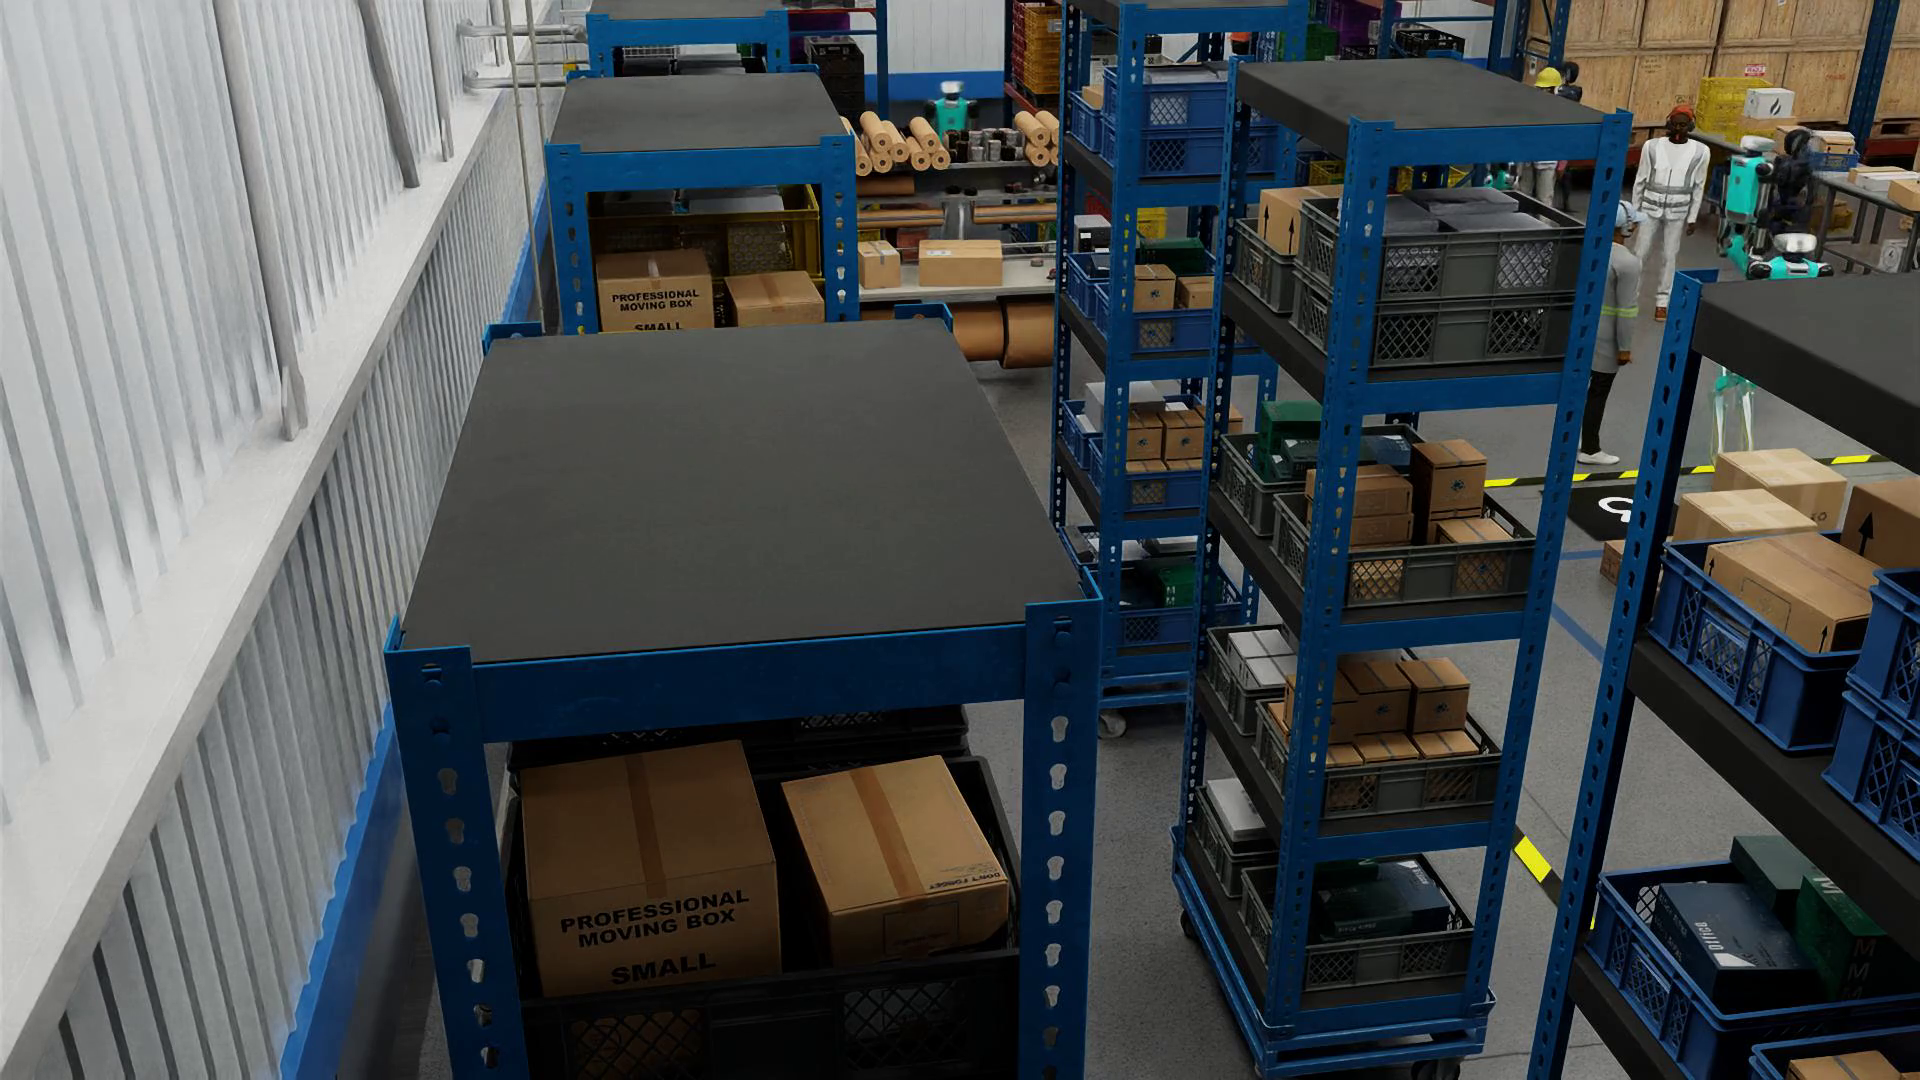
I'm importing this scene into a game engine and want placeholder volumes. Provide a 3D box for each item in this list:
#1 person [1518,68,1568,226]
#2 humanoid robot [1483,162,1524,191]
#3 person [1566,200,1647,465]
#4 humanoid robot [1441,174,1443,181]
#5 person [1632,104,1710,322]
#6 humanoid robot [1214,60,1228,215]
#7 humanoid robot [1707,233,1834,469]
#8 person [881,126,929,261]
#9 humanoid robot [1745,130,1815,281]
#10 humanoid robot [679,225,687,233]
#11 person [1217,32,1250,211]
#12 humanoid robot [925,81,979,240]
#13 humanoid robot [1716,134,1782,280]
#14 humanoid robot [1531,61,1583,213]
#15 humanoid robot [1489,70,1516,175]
[{"bbox_3d":[5.797,-3.802,16.691,0.599,1.831,0.404,21,32,38],"label":"person"},{"bbox_3d":[5.205,-3.633,16.487,0.547,1.800,0.916,-4,25,-9],"label":"humanoid robot"},{"bbox_3d":[4.455,-1.432,11.516,0.372,1.852,0.590,-8,26,-17],"label":"person"},{"bbox_3d":[5.220,-4.535,18.238,0.533,1.677,0.735,12,27,24],"label":"humanoid robot"},{"bbox_3d":[6.167,-2.855,14.575,0.572,1.882,0.356,11,27,22],"label":"person"},{"bbox_3d":[2.848,-4.392,18.148,0.353,1.650,0.604,-12,27,-24],"label":"humanoid robot"},{"bbox_3d":[5.366,-1.301,11.209,0.533,1.677,0.735,1,25,2],"label":"humanoid robot"},{"bbox_3d":[-0.428,-2.340,13.355,0.371,1.965,0.606,10,26,20],"label":"person"},{"bbox_3d":[7.416,-2.869,14.923,0.822,1.607,0.601,-7,26,-14],"label":"humanoid robot"},{"bbox_3d":[-1.989,-1.539,11.948,0.603,1.651,0.328,8,26,17],"label":"humanoid robot"},{"bbox_3d":[3.028,-4.589,18.148,0.361,2.047,0.611,22,32,39],"label":"person"},{"bbox_3d":[-0.062,-3.666,16.583,0.530,1.844,0.756,1,25,3],"label":"humanoid robot"},{"bbox_3d":[6.720,-2.552,13.989,0.715,1.719,0.530,-7,26,-14],"label":"humanoid robot"},{"bbox_3d":[6.538,-4.377,18.145,0.609,1.634,0.620,-13,28,-26],"label":"humanoid robot"},{"bbox_3d":[5.620,-4.103,17.513,0.315,1.658,0.599,11,27,23],"label":"humanoid robot"}]
